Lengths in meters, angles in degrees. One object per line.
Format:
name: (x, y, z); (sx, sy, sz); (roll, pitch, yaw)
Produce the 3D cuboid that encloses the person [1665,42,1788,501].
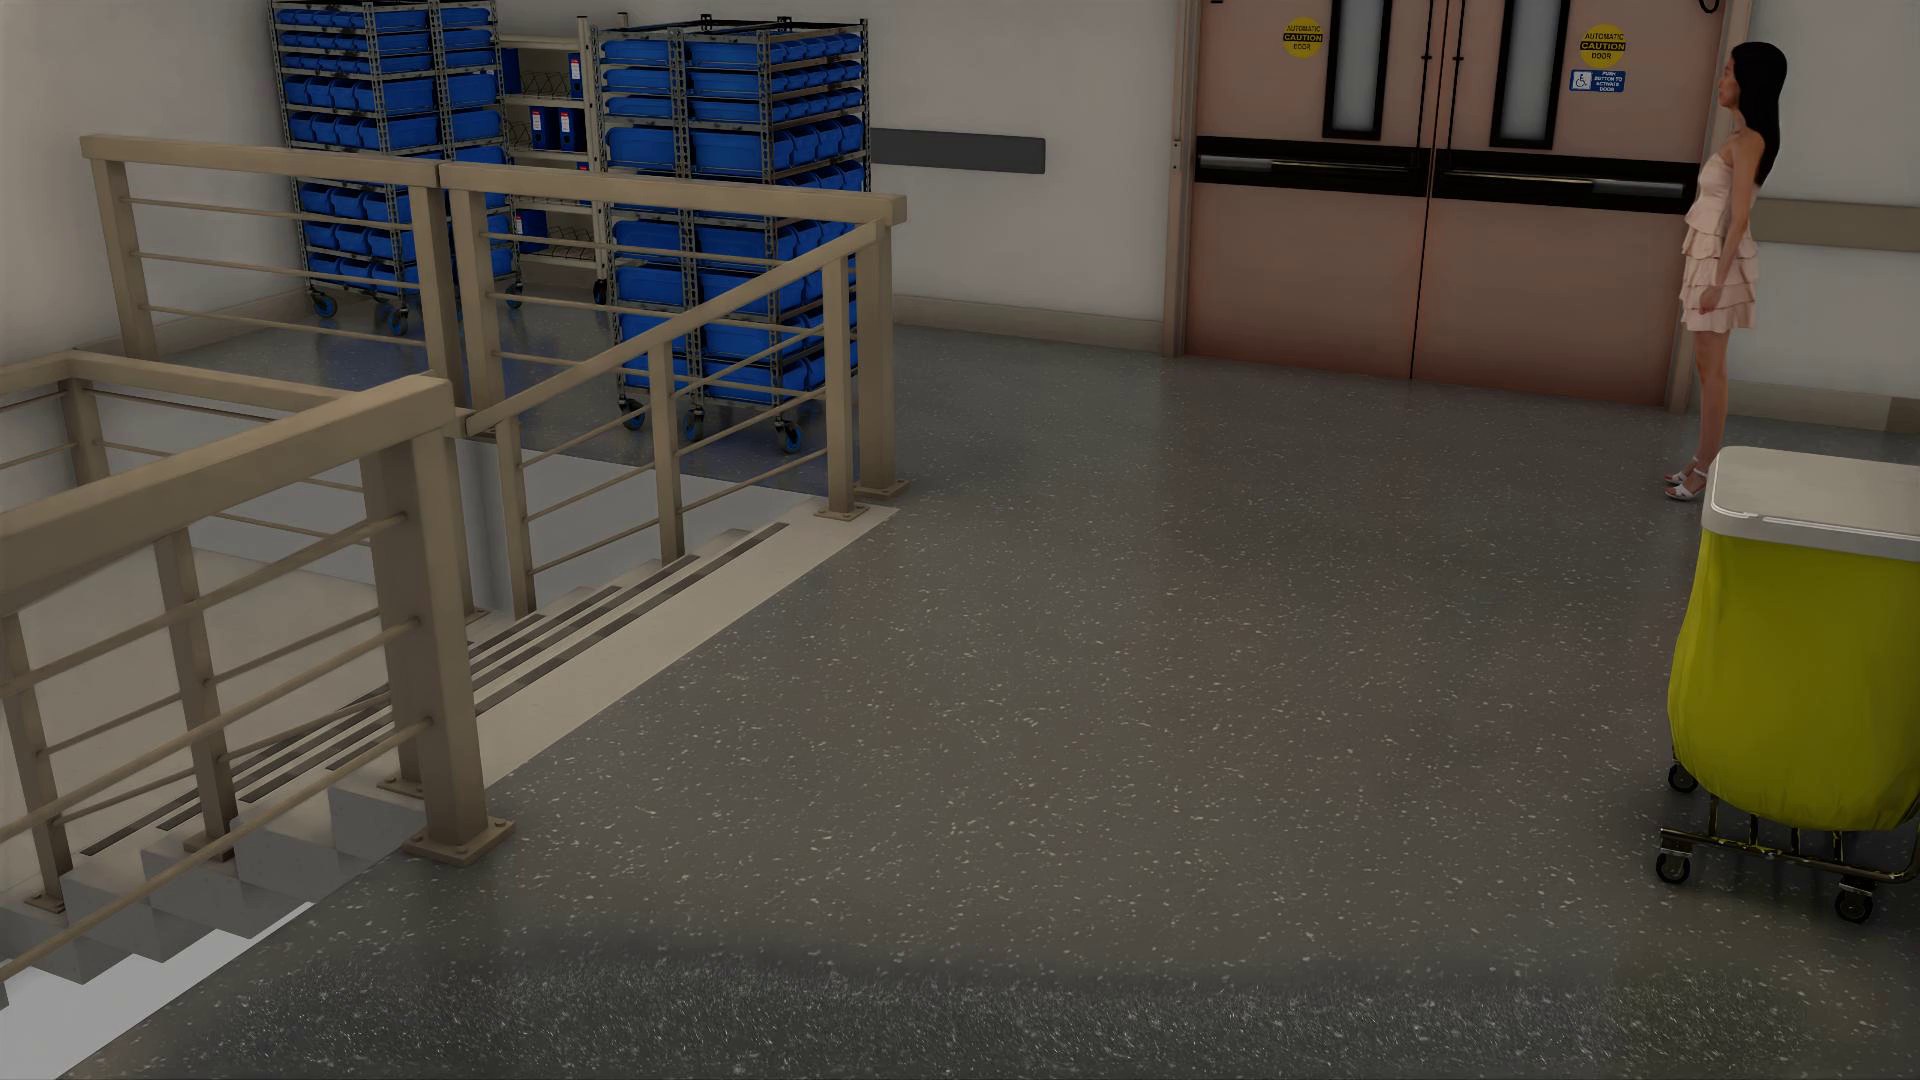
person: (2.909, -0.996, 6.339); (0.512, 1.735, 0.578); (9, 23, 22)
